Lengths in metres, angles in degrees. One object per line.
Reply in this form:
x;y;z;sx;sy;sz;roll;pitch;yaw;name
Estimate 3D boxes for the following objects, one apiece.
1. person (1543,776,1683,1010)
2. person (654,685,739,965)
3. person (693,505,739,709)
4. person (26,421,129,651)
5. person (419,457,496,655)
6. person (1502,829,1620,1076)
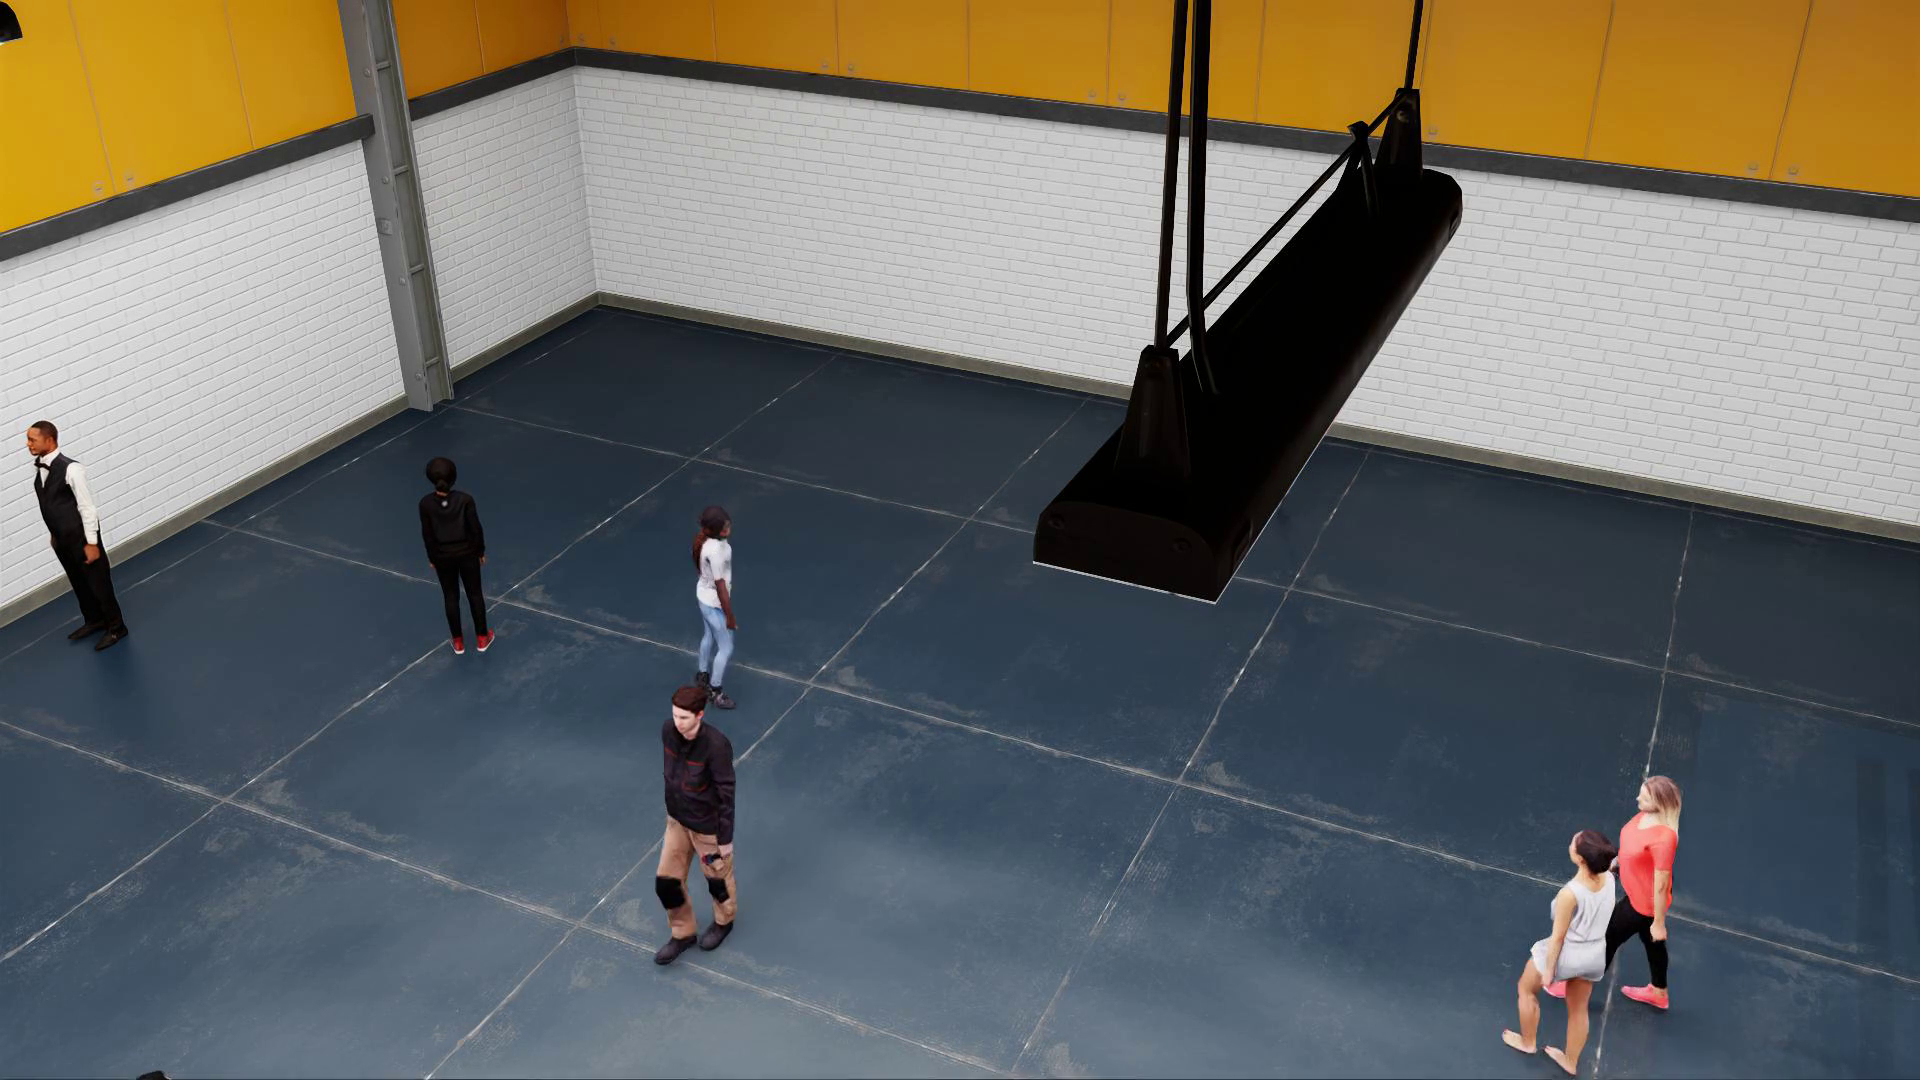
3.946;2.054;9.402;0.882;1.658;0.955;8;30;15;person
-1.497;1.627;9.924;0.762;1.908;0.844;15;32;26;person
-1.848;0.455;12.290;0.870;1.700;0.794;-15;32;-25;person
-6.921;-0.058;13.004;0.709;1.918;0.581;15;32;25;person
-3.922;0.117;12.937;0.671;1.674;0.699;-6;29;-10;person
3.382;2.290;9.028;0.725;1.603;0.786;-12;31;-21;person
